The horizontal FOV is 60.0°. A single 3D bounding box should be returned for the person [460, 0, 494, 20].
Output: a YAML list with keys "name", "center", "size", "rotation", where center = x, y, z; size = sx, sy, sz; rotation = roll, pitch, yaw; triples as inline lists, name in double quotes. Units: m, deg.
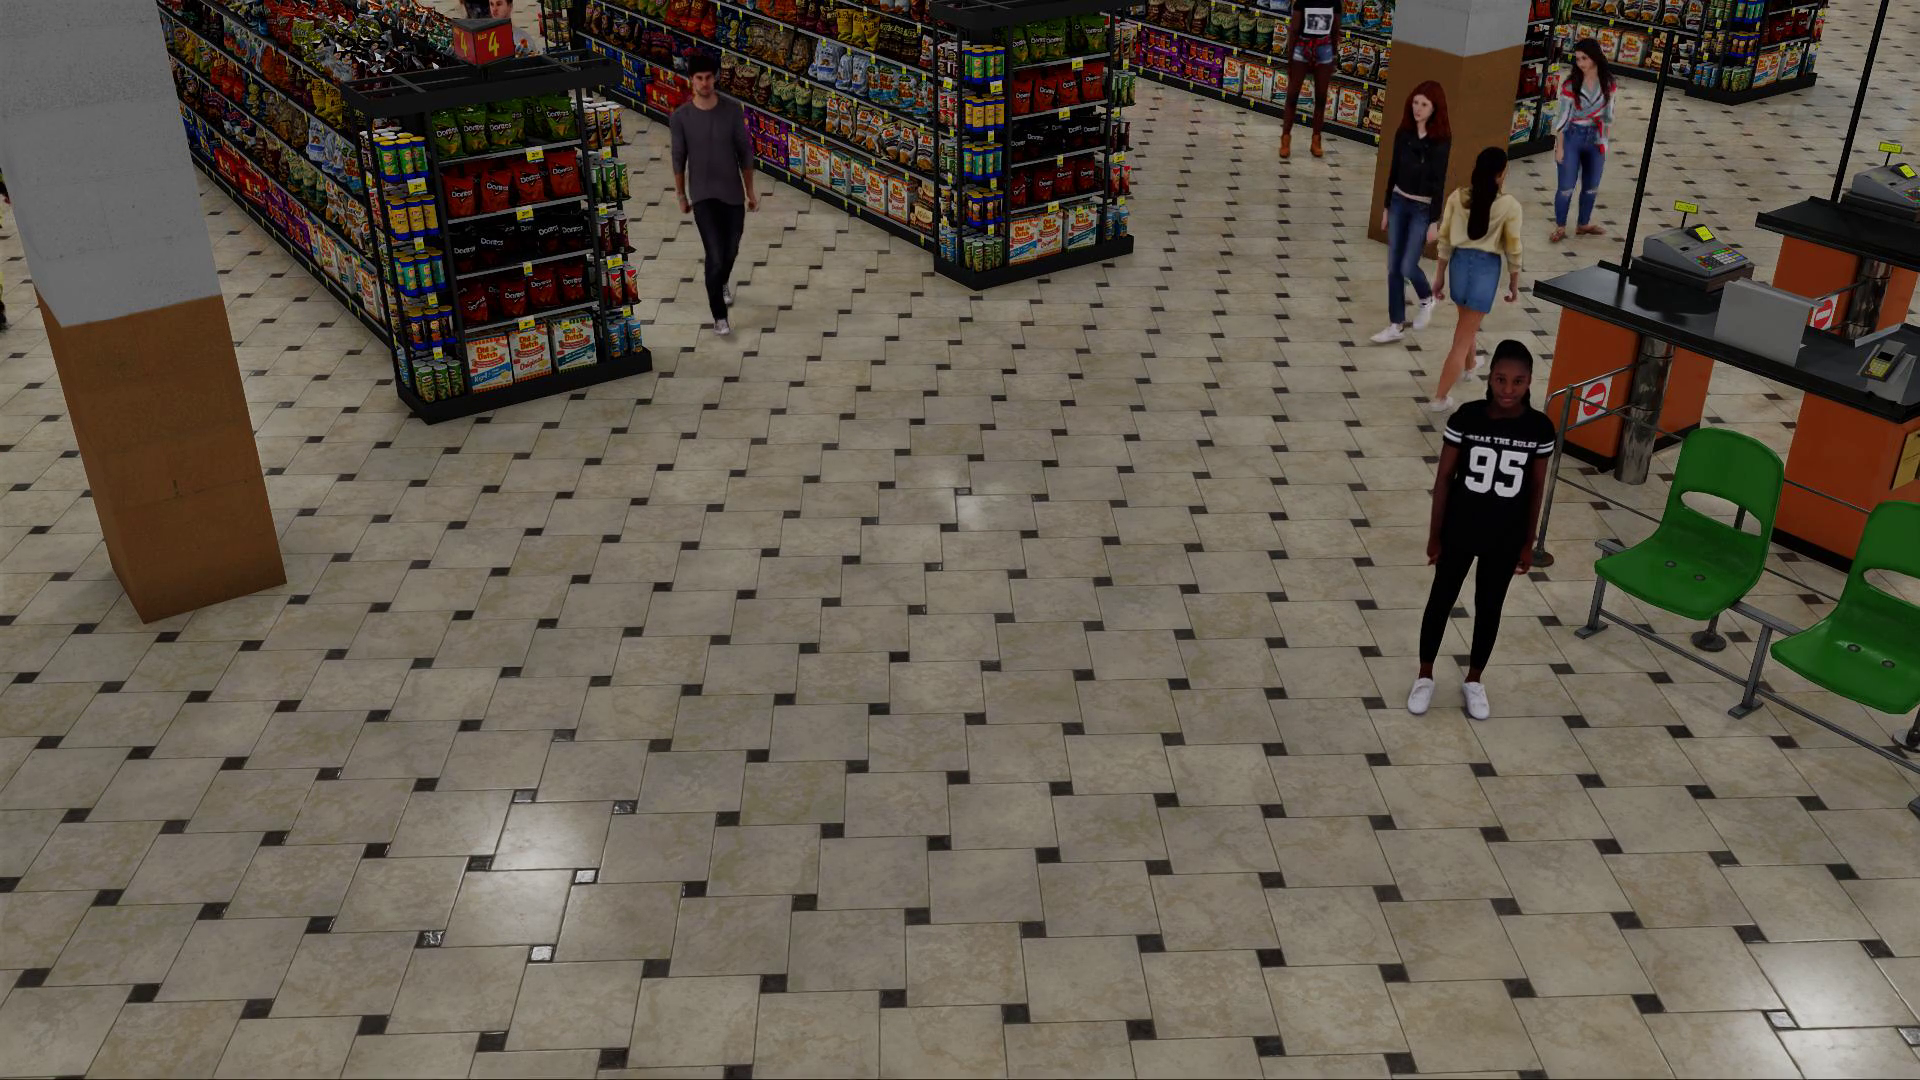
- name: "person"
  center: [-5.172, -5.824, 17.898]
  size: [0.858, 1.635, 1.129]
  rotation: [-7, 29, -12]

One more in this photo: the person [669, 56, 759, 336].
- name: "person"
  center: [-1.683, -2.402, 11.436]
  size: [0.882, 1.821, 1.226]
  rotation: [-10, 30, -18]

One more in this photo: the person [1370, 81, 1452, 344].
- name: "person"
  center: [3.065, -2.156, 11.035]
  size: [0.661, 1.774, 0.672]
  rotation: [-19, 34, -31]

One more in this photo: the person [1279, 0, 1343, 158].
- name: "person"
  center: [3.195, -4.355, 15.120]
  size: [0.714, 1.720, 0.760]
  rotation: [2, 29, 3]

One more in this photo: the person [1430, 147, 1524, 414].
- name: "person"
  center: [3.084, -1.529, 10.086]
  size: [1.163, 1.582, 0.979]
  rotation: [19, 34, 30]

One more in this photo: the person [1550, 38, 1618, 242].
- name: "person"
  center: [4.867, -3.101, 12.963]
  size: [0.833, 1.585, 0.826]
  rotation: [-6, 29, -11]

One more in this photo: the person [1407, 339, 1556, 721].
- name: "person"
  center: [2.252, -0.030, 7.188]
  size: [0.706, 1.728, 0.773]
  rotation: [6, 29, 11]

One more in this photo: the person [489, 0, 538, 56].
- name: "person"
  center: [-3.582, -3.454, 13.291]
  size: [0.754, 1.890, 0.787]
  rotation: [2, 29, 4]
